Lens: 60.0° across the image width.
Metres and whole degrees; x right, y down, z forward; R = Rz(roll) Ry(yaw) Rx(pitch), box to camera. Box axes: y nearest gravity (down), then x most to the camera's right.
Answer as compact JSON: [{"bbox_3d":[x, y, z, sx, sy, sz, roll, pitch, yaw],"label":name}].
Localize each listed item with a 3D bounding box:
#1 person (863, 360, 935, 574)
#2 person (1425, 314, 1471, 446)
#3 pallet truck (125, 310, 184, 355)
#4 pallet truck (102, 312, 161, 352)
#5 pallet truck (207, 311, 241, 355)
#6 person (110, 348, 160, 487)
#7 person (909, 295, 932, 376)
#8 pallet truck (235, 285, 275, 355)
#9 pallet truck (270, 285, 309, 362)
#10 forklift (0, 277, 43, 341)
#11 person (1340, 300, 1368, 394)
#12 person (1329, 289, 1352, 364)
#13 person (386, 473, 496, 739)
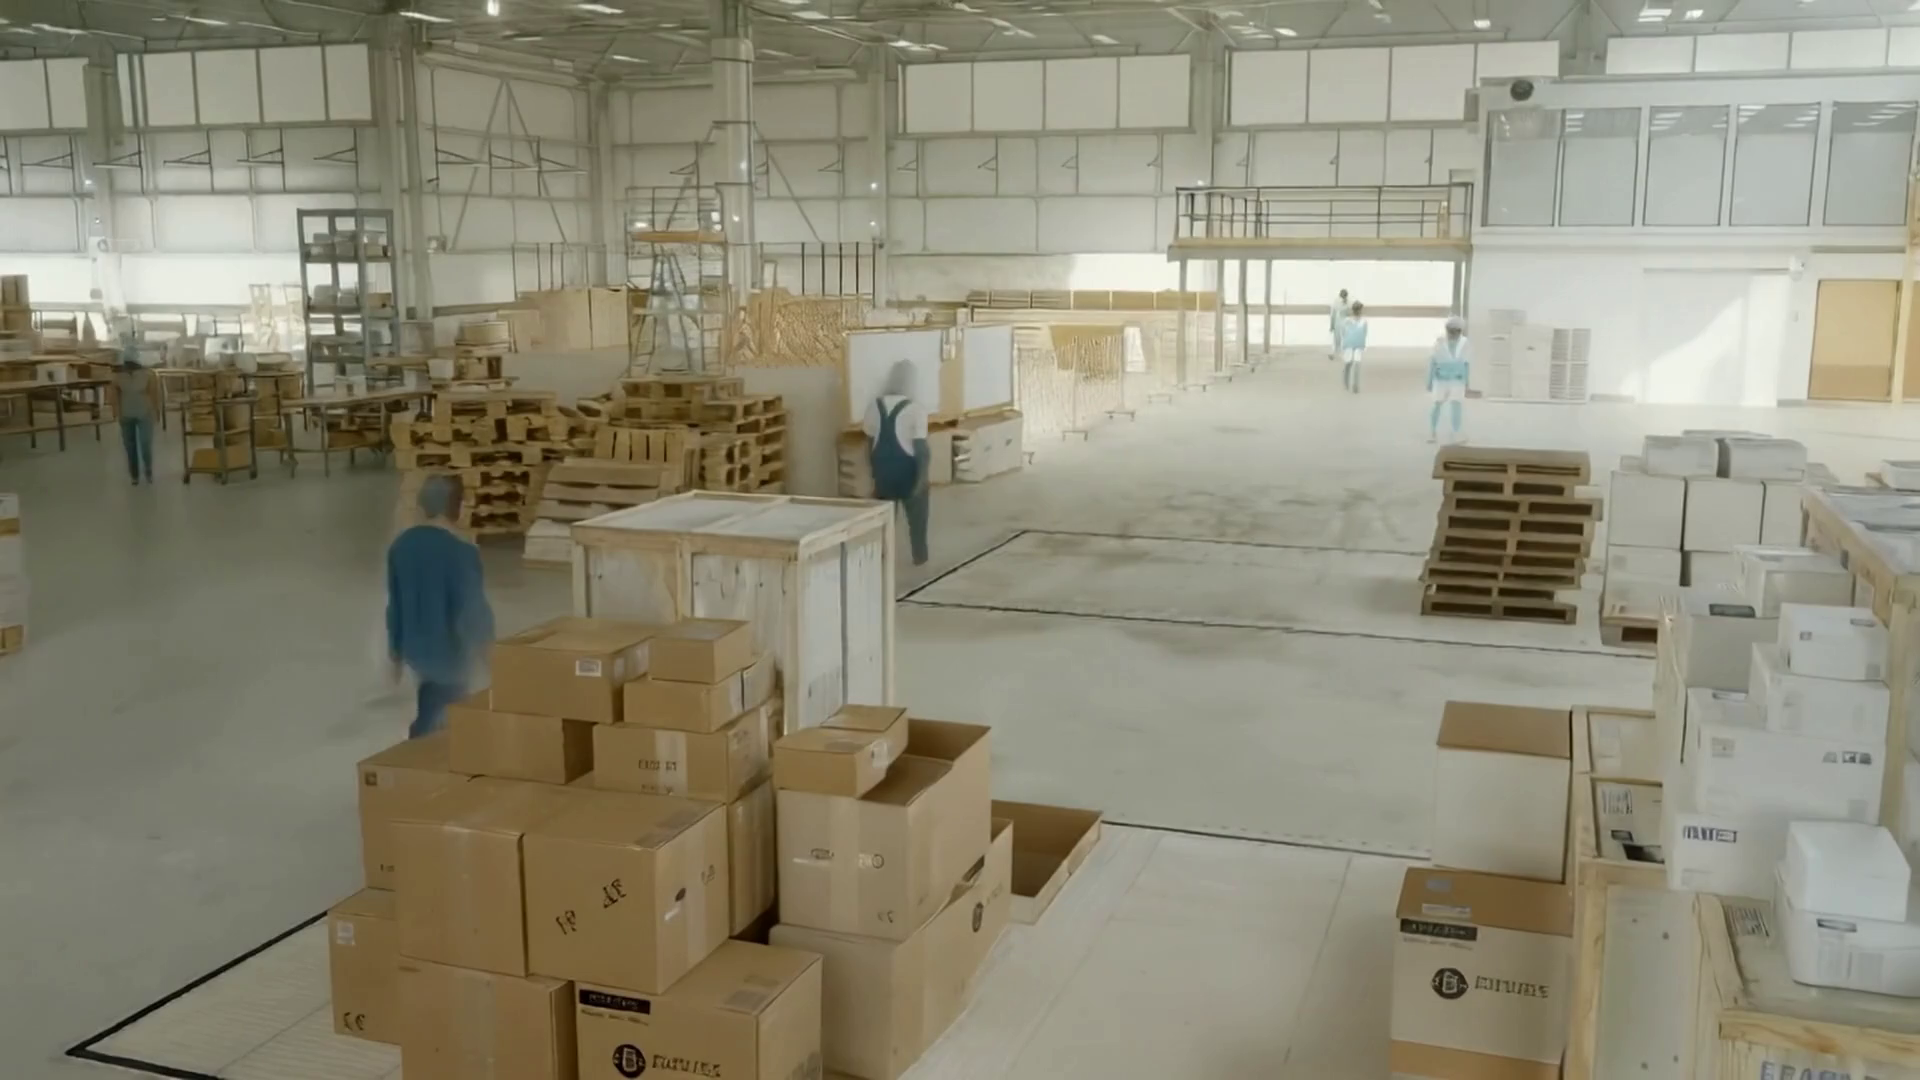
[{"bbox_3d":[-0.596,-0.654,15.124,0.680,2.000,0.903,6,12,31],"label":"person"},{"bbox_3d":[7.426,-2.420,25.218,0.717,1.986,0.936,0,10,-3],"label":"person"},{"bbox_3d":[-22.038,-5.665,45.457,0.704,1.261,1.522,3,11,17],"label":"pallet truck"},{"bbox_3d":[-23.057,-5.777,46.261,0.680,1.201,1.601,3,11,19],"label":"pallet truck"},{"bbox_3d":[-19.537,-5.575,44.913,0.653,1.274,1.630,3,11,19],"label":"pallet truck"},{"bbox_3d":[-10.328,-1.532,20.845,0.539,1.750,0.424,-4,11,-22],"label":"person"},{"bbox_3d":[-0.929,-4.754,38.657,0.574,1.883,0.355,3,11,19],"label":"person"},{"bbox_3d":[-18.327,-5.835,44.421,0.823,1.965,1.885,4,11,23],"label":"pallet truck"},{"bbox_3d":[-17.147,-5.700,43.663,0.823,1.965,1.885,3,11,17],"label":"pallet truck"},{"bbox_3d":[-27.151,-6.329,46.328,1.157,1.987,2.680,3,11,17],"label":"forklift"},{"bbox_3d":[8.093,-3.981,34.221,0.555,1.916,0.777,1,10,4],"label":"person"},{"bbox_3d":[9.761,-5.486,42.706,0.609,1.905,0.577,-1,10,-8],"label":"person"},{"bbox_3d":[-2.590,0.594,8.520,0.653,1.883,1.037,8,13,38],"label":"person"}]
